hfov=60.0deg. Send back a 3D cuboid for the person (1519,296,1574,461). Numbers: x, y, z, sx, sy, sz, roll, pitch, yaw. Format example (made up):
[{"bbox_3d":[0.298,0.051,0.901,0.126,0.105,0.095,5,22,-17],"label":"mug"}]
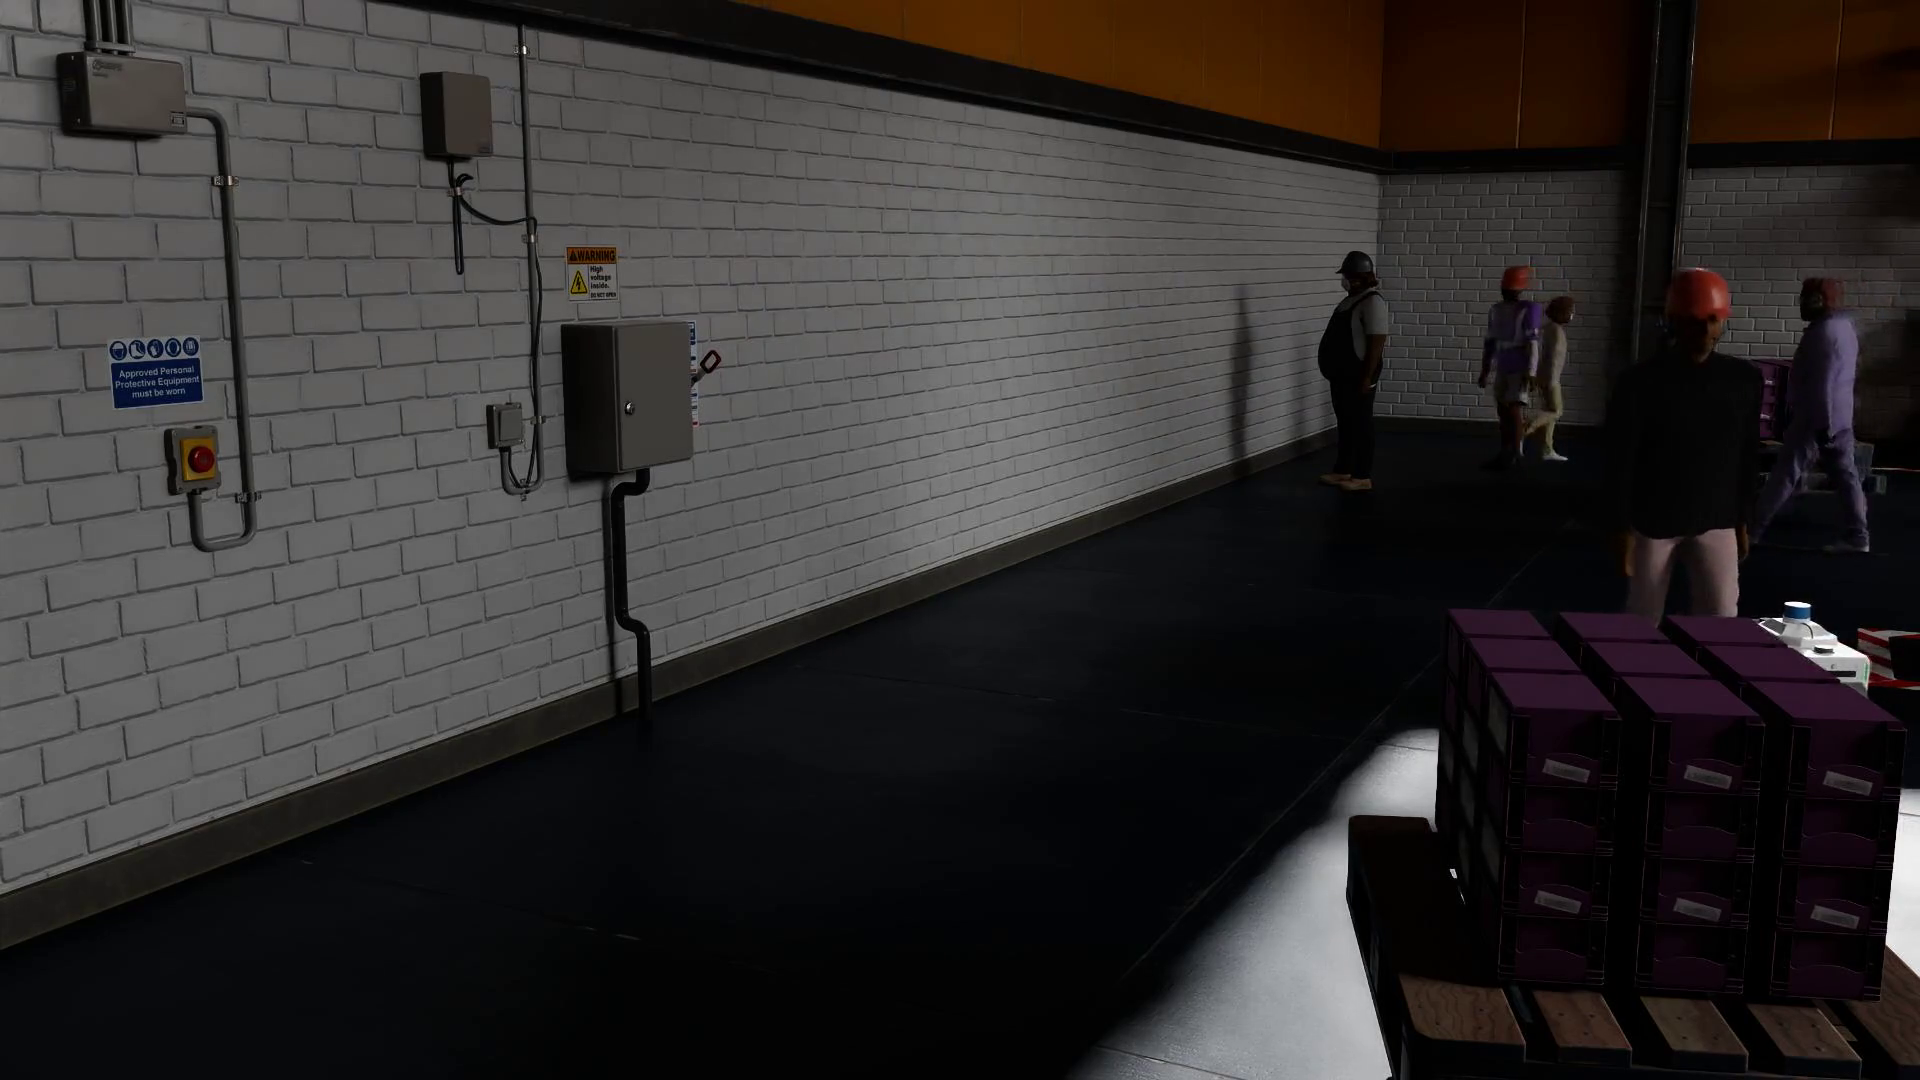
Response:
[{"bbox_3d":[5.658,-1.557,16.119,0.504,1.612,0.528,2,10,9],"label":"person"}]

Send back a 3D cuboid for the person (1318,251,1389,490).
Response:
[{"bbox_3d":[3.345,-1.453,14.289,0.538,2.000,0.684,-2,10,-11],"label":"person"}]

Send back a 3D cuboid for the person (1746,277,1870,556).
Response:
[{"bbox_3d":[5.719,-0.833,11.230,0.634,1.848,0.972,-9,14,-44],"label":"person"}]

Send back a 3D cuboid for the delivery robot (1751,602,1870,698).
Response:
[{"bbox_3d":[3.498,0.504,6.981,0.477,0.478,0.707,0,10,2],"label":"delivery robot"}]

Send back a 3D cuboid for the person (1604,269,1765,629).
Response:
[{"bbox_3d":[2.831,-0.057,6.449,0.635,1.951,0.938,1,10,4],"label":"person"}]

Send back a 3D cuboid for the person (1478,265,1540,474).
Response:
[{"bbox_3d":[5.036,-1.557,15.295,0.568,1.905,0.687,-5,11,-27],"label":"person"}]
